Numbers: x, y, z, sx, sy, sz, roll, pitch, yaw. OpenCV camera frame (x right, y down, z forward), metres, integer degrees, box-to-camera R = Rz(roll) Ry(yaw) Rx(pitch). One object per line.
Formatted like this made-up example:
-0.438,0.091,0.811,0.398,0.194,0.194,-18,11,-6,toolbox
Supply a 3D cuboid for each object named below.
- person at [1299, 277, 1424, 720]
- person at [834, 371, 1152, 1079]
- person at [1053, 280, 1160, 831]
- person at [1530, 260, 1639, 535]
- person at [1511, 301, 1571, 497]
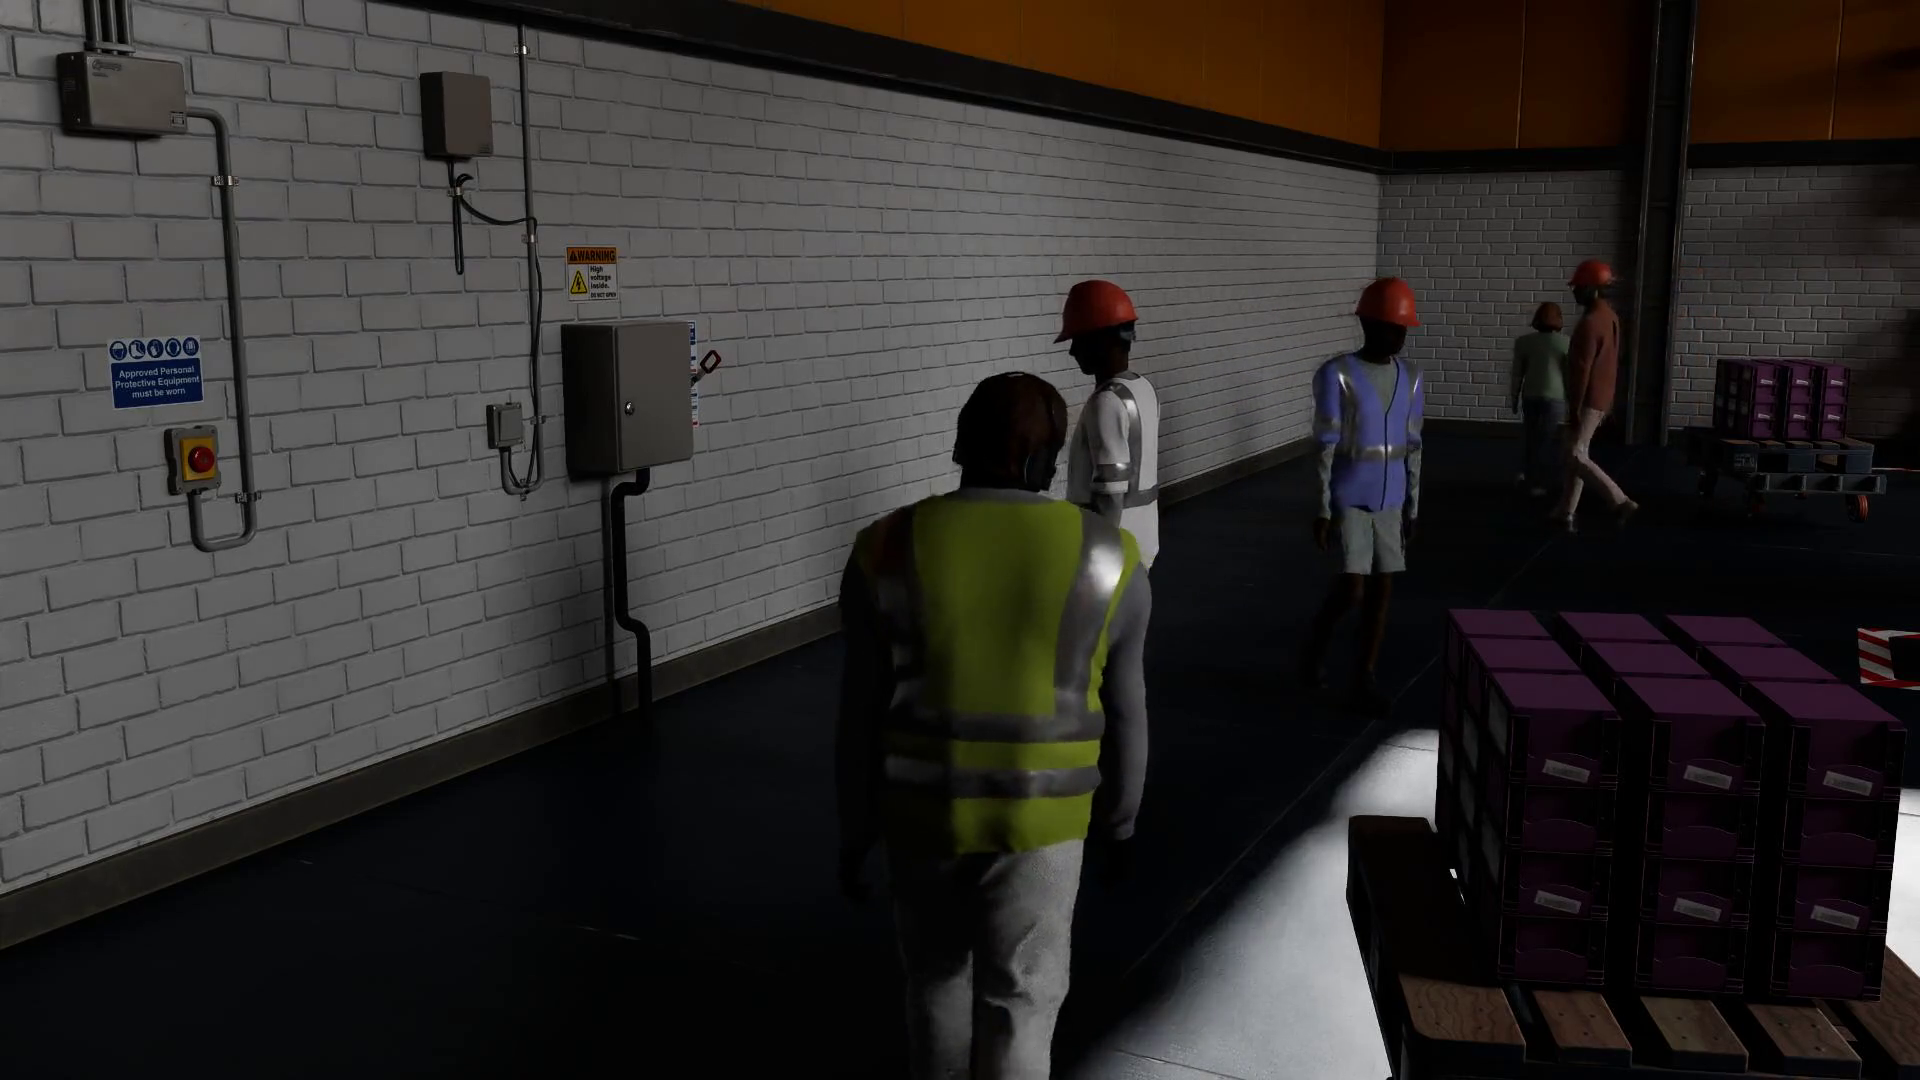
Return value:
1.764,-0.175,7.235,0.552,1.917,0.499,-4,11,-21,person
0.064,0.566,3.325,0.630,1.799,0.914,0,10,2,person
0.503,0.062,5.843,0.371,1.928,0.543,3,10,18,person
4.494,-1.001,11.850,0.755,1.976,0.635,8,12,37,person
4.848,-1.164,13.817,0.507,1.621,0.371,8,13,40,person
